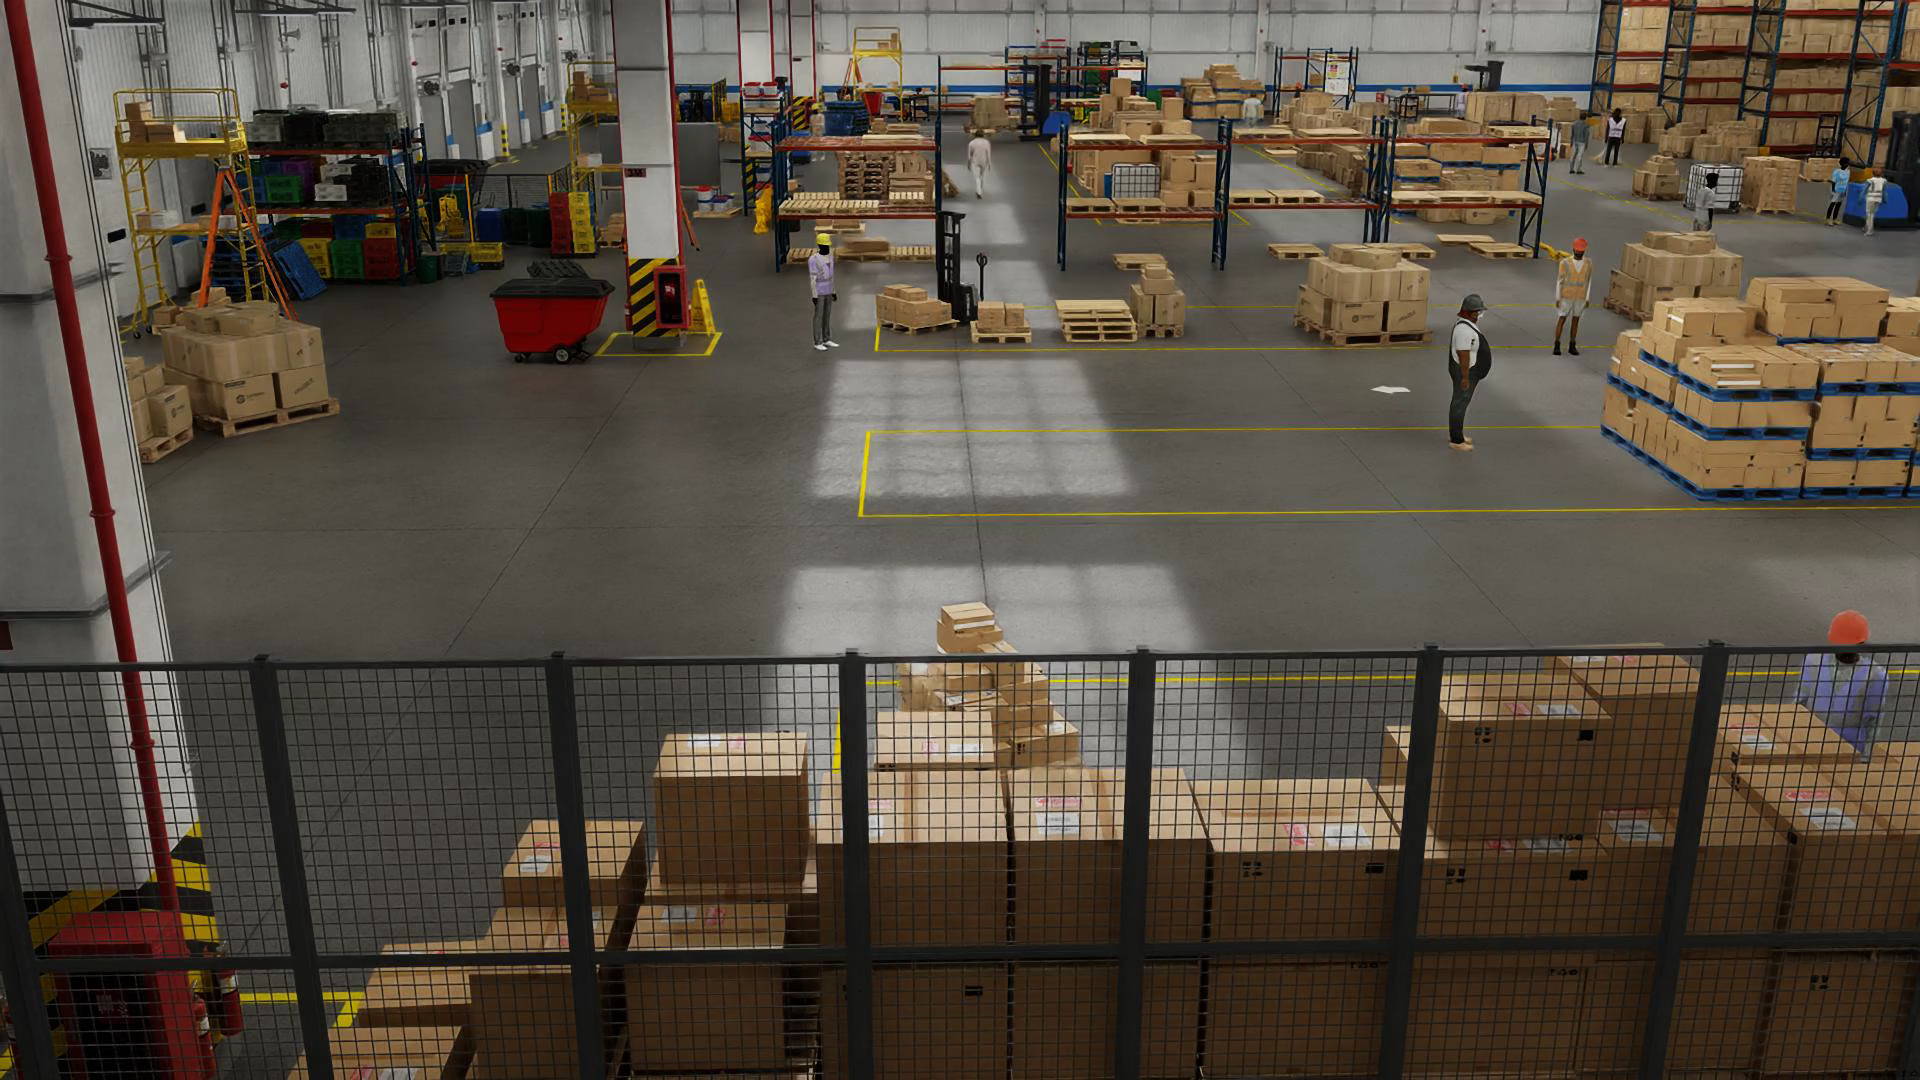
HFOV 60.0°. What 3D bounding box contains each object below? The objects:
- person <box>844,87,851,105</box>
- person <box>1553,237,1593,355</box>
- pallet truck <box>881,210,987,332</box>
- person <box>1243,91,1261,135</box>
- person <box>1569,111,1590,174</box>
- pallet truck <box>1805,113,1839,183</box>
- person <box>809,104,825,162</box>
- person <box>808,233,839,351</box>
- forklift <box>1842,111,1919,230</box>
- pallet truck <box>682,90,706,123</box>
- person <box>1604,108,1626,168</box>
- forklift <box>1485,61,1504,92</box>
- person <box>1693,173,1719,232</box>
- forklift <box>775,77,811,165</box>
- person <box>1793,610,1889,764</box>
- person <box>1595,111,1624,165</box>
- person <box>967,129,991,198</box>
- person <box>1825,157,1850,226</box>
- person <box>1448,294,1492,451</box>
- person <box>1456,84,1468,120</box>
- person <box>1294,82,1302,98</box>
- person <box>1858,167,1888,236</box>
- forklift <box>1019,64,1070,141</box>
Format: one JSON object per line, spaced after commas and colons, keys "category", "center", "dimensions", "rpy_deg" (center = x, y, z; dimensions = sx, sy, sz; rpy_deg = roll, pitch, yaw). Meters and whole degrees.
{"category": "person", "center": [-4.610, -17.683, 68.154], "dimensions": [0.319, 1.697, 0.532], "rpy_deg": [-6, 20, -18]}
{"category": "person", "center": [9.992, -3.963, 27.083], "dimensions": [0.551, 1.932, 0.377], "rpy_deg": [1, 19, 2]}
{"category": "pallet truck", "center": [-0.493, -4.759, 29.349], "dimensions": [1.885, 1.965, 0.823], "rpy_deg": [-13, 23, -34]}
{"category": "person", "center": [11.023, -15.938, 62.643], "dimensions": [0.648, 1.908, 0.819], "rpy_deg": [6, 20, 17]}
{"category": "person", "center": [19.546, -12.530, 52.493], "dimensions": [0.356, 1.938, 0.633], "rpy_deg": [-13, 23, -34]}
{"category": "pallet truck", "center": [26.403, -11.957, 50.702], "dimensions": [0.823, 1.965, 1.885], "rpy_deg": [6, 19, 16]}
{"category": "person", "center": [-4.836, -13.758, 56.172], "dimensions": [0.633, 1.915, 0.442], "rpy_deg": [12, 22, 32]}
{"category": "person", "center": [-2.254, -4.121, 27.566], "dimensions": [0.367, 1.927, 0.590], "rpy_deg": [12, 22, 31]}
{"category": "forklift", "center": [23.028, -9.083, 40.818], "dimensions": [1.873, 2.768, 1.129], "rpy_deg": [-1, 19, -2]}
{"category": "pallet truck", "center": [-9.671, -15.907, 62.421], "dimensions": [0.823, 1.965, 1.885], "rpy_deg": [5, 19, 15]}
{"category": "person", "center": [21.365, -13.118, 54.271], "dimensions": [0.597, 1.916, 0.371], "rpy_deg": [5, 19, 15]}
{"category": "forklift", "center": [21.140, -17.589, 66.049], "dimensions": [1.873, 2.768, 1.129], "rpy_deg": [-1, 19, -2]}
{"category": "person", "center": [16.063, -6.944, 35.901], "dimensions": [0.378, 1.958, 0.606], "rpy_deg": [-2, 19, -4]}
{"category": "forklift", "center": [-5.920, -13.893, 55.085], "dimensions": [1.873, 2.768, 1.129], "rpy_deg": [-1, 19, -1]}
{"category": "person", "center": [5.883, 1.375, 11.250], "dimensions": [0.551, 1.932, 0.378], "rpy_deg": [17, 25, 41]}
{"category": "person", "center": [21.580, -13.309, 55.015], "dimensions": [0.856, 1.819, 0.630], "rpy_deg": [1, 19, 2]}
{"category": "person", "center": [0.531, -10.595, 46.843], "dimensions": [0.644, 1.891, 1.005], "rpy_deg": [-3, 19, -9]}
{"category": "person", "center": [21.922, -8.688, 41.468], "dimensions": [0.540, 1.695, 0.317], "rpy_deg": [-8, 20, -23]}
{"category": "person", "center": [6.637, -2.198, 21.685], "dimensions": [0.538, 2.000, 0.682], "rpy_deg": [5, 19, 14]}
{"category": "person", "center": [20.051, -17.205, 66.362], "dimensions": [0.375, 1.939, 0.546], "rpy_deg": [-9, 21, -26]}
{"category": "person", "center": [13.444, -17.199, 66.260], "dimensions": [0.380, 1.995, 0.611], "rpy_deg": [-6, 20, -17]}
{"category": "person", "center": [21.963, -8.161, 40.054], "dimensions": [0.599, 1.593, 0.848], "rpy_deg": [0, 19, -1]}
{"category": "forklift", "center": [3.235, -16.572, 63.033], "dimensions": [1.873, 2.768, 1.129], "rpy_deg": [-1, 19, -2]}
